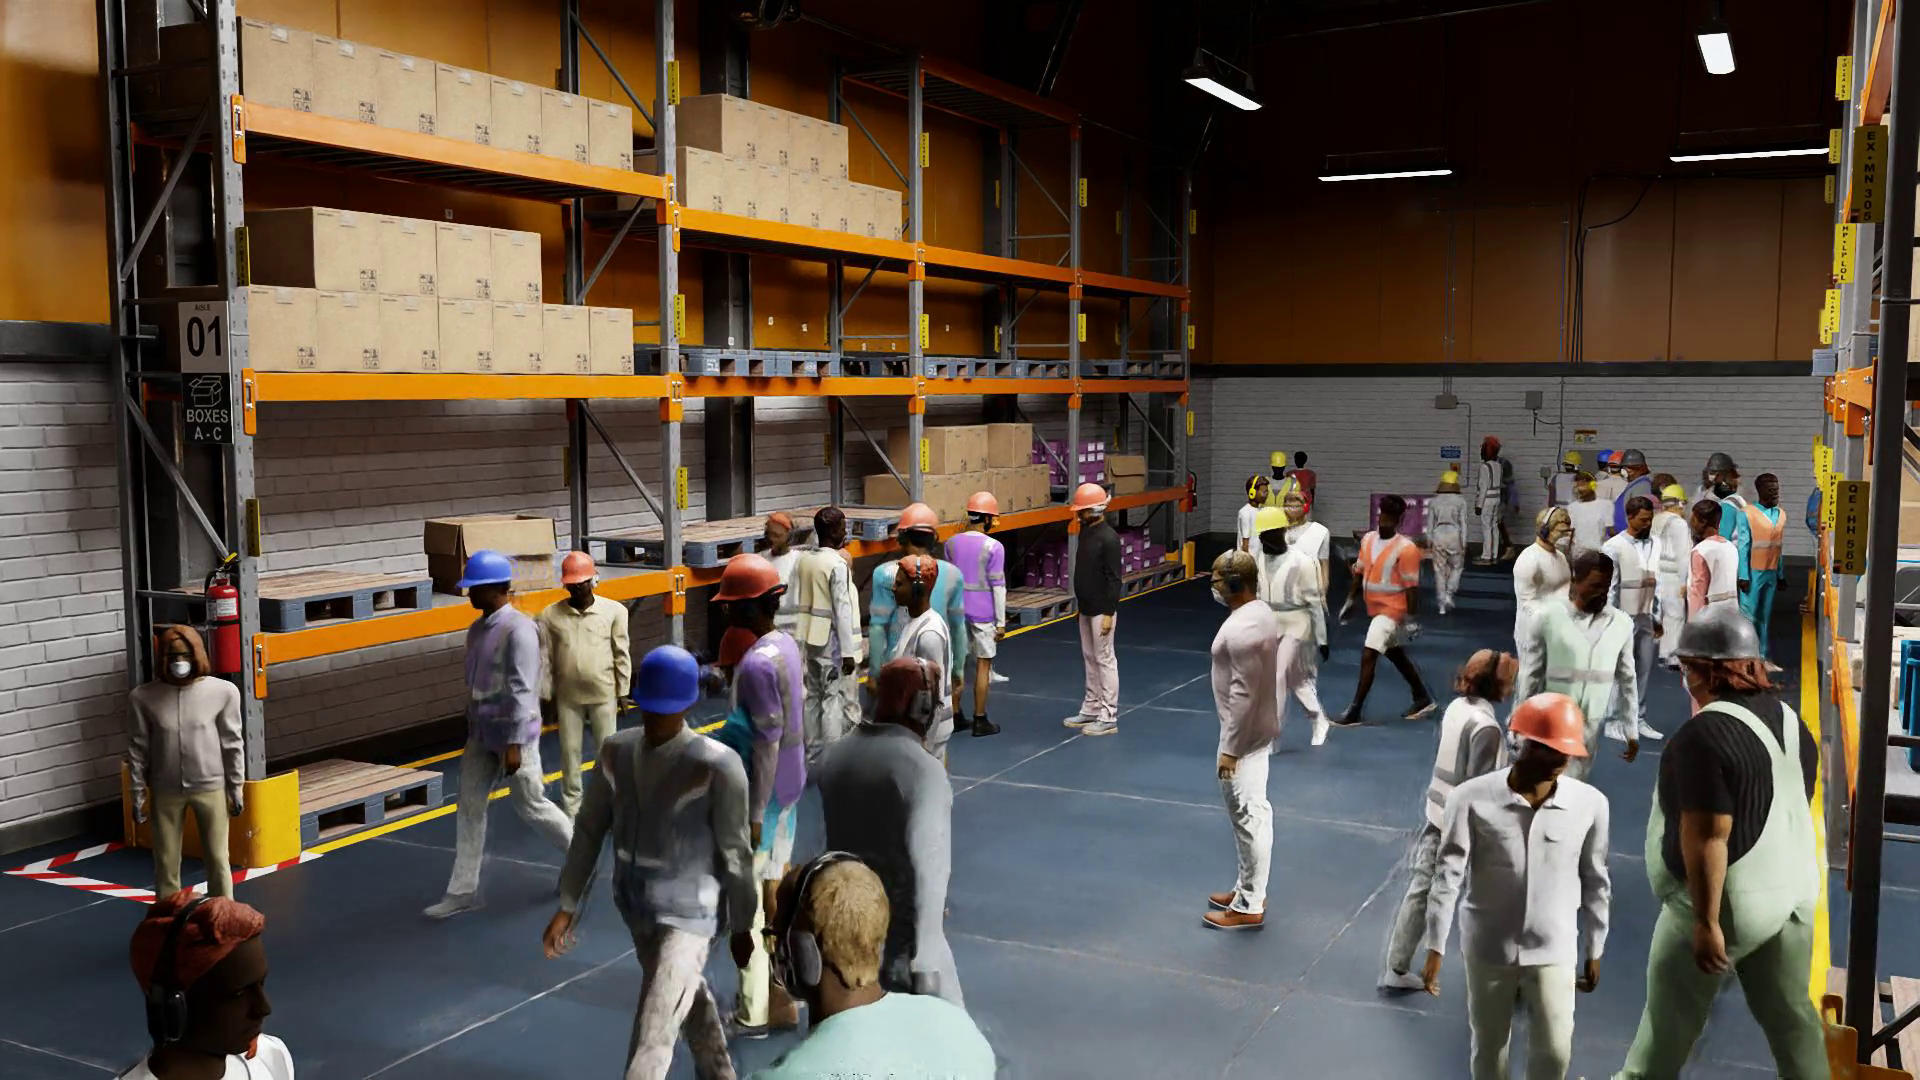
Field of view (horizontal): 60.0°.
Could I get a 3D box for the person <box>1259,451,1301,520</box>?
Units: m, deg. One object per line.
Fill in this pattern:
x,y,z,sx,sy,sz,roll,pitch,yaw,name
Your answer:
4.057,-0.175,21.260,0.583,1.917,0.404,2,6,20,person

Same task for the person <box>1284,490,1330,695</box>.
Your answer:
2.958,0.476,14.615,0.570,1.845,0.380,3,6,32,person

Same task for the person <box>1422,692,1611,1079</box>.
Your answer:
1.875,1.368,5.618,0.644,1.726,0.491,1,5,10,person

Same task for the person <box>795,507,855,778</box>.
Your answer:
-0.922,0.727,11.504,0.392,1.919,0.590,-4,6,-34,person

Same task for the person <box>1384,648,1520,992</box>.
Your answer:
2.288,1.263,7.433,0.819,1.584,0.587,0,5,-5,person

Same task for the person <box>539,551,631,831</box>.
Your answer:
-2.313,0.932,10.248,0.569,1.741,0.352,0,5,-2,person

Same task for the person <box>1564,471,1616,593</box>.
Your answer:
6.659,0.200,17.520,0.583,1.849,0.509,4,7,35,person

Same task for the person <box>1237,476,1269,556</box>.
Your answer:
2.942,0.281,16.668,0.338,1.856,0.525,2,6,22,person

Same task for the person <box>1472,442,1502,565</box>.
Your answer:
8.086,-0.554,25.478,0.355,1.883,0.573,5,7,44,person

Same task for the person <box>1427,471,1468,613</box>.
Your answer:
5.875,0.026,20.036,0.501,1.720,0.372,3,6,32,person

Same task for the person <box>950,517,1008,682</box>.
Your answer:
0.086,0.511,15.058,0.843,1.689,0.525,-3,6,-31,person

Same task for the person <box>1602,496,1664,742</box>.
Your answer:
5.196,0.605,12.891,0.603,1.906,0.399,-3,6,-29,person

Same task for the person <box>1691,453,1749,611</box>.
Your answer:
8.372,0.030,18.358,0.563,2.000,0.692,0,5,1,person

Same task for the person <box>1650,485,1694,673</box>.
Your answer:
6.836,0.378,16.012,0.408,1.791,0.616,0,5,-3,person

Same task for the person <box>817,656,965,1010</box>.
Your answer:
-0.183,1.316,5.616,1.017,1.833,0.701,-4,7,-40,person

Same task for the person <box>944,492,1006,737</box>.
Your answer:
0.140,0.582,13.066,0.548,1.924,0.390,4,6,34,person

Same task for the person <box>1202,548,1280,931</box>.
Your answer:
1.429,1.005,8.441,0.370,1.934,0.627,2,6,18,person

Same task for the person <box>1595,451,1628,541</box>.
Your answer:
7.675,-0.049,19.511,0.620,1.986,0.408,5,7,44,person

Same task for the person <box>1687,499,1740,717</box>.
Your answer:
5.603,0.650,12.418,0.599,1.908,0.396,-5,7,-44,person

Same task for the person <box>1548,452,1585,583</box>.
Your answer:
8.507,-0.315,23.167,0.404,1.830,0.602,-4,7,-40,person

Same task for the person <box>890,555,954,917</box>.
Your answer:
-0.212,1.013,8.622,0.355,1.883,0.574,-1,5,-8,person

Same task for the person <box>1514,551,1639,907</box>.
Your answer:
3.331,0.997,8.848,0.608,1.865,0.988,-1,5,-10,person

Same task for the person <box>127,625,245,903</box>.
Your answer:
-3.669,1.208,7.907,0.505,1.628,0.278,-2,6,-18,person

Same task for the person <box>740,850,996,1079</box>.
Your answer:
-0.196,1.518,3.005,0.489,1.918,0.665,4,6,35,person

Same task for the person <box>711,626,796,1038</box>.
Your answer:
-0.892,1.225,7.107,0.351,1.738,0.575,1,6,16,person

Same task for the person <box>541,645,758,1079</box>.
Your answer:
-1.049,1.285,5.697,0.633,1.874,1.045,4,7,35,person

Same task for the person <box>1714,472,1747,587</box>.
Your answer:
8.194,0.190,17.774,0.430,1.830,0.638,4,6,34,person

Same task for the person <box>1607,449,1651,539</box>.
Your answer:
7.781,-0.057,19.290,0.535,2.000,0.684,2,6,20,person

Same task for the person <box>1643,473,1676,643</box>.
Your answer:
7.428,0.191,17.869,0.435,1.826,0.682,4,7,39,person

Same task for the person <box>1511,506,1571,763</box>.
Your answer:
3.997,0.731,11.388,0.372,1.934,0.627,4,7,39,person

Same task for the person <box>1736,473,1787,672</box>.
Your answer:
7.663,0.315,15.929,0.587,1.920,0.391,-3,6,-26,person

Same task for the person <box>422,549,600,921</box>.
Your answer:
-2.351,0.991,8.724,0.612,1.916,0.925,5,7,42,person

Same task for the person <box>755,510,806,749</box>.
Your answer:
-1.253,0.701,12.098,0.597,1.868,0.612,3,6,32,person

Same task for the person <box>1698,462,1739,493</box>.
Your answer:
9.221,-0.050,20.245,0.580,1.853,0.936,4,6,34,person

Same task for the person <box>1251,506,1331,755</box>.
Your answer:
2.491,0.670,12.461,0.961,1.869,0.646,-3,6,-30,person

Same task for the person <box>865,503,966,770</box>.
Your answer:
-0.248,0.787,10.323,0.659,2.008,0.680,-2,6,-23,person

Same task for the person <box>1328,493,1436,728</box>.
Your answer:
3.479,0.558,13.444,1.015,1.902,0.644,-2,6,-16,person

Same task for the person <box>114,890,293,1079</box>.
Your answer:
-1.345,1.546,2.944,0.352,1.878,0.568,1,5,13,person

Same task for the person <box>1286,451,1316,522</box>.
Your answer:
5.459,-0.577,26.708,0.535,1.700,0.318,-1,5,-15,person

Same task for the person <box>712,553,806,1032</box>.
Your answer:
-0.862,1.074,7.123,0.393,2.039,0.613,0,5,3,person

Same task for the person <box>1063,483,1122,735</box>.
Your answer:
1.057,0.542,13.144,0.394,1.985,0.608,-2,6,-19,person

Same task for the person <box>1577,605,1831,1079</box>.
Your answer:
2.647,1.196,5.810,0.693,2.000,0.998,-3,6,-29,person

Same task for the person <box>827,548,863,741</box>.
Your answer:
-0.827,0.860,11.575,0.314,1.636,0.517,1,5,6,person

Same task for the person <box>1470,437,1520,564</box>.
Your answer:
8.299,-0.612,25.724,1.078,1.971,0.648,-3,6,-26,person
